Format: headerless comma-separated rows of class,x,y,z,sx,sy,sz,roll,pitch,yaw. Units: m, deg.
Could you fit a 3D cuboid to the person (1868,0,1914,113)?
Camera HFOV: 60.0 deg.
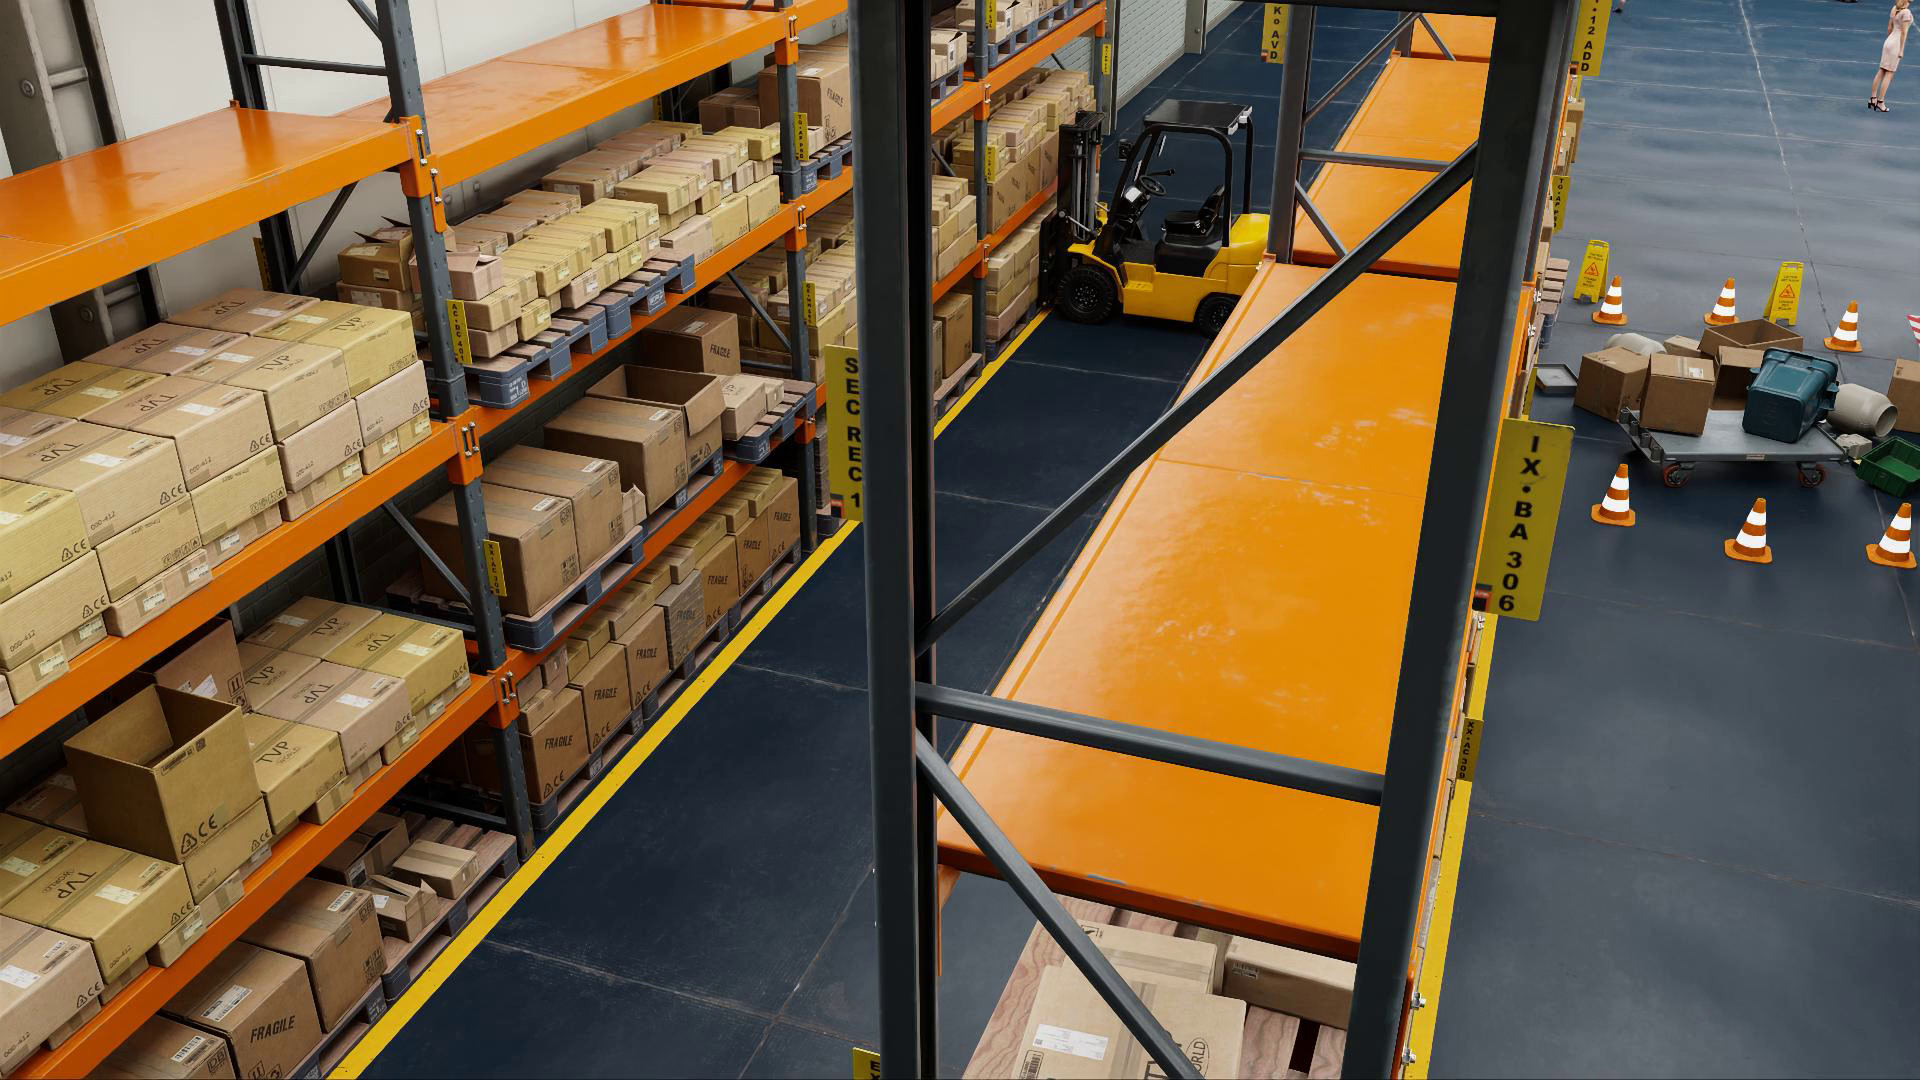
person,14.136,-7.452,25.213,0.703,1.830,0.563,-1,28,-2
